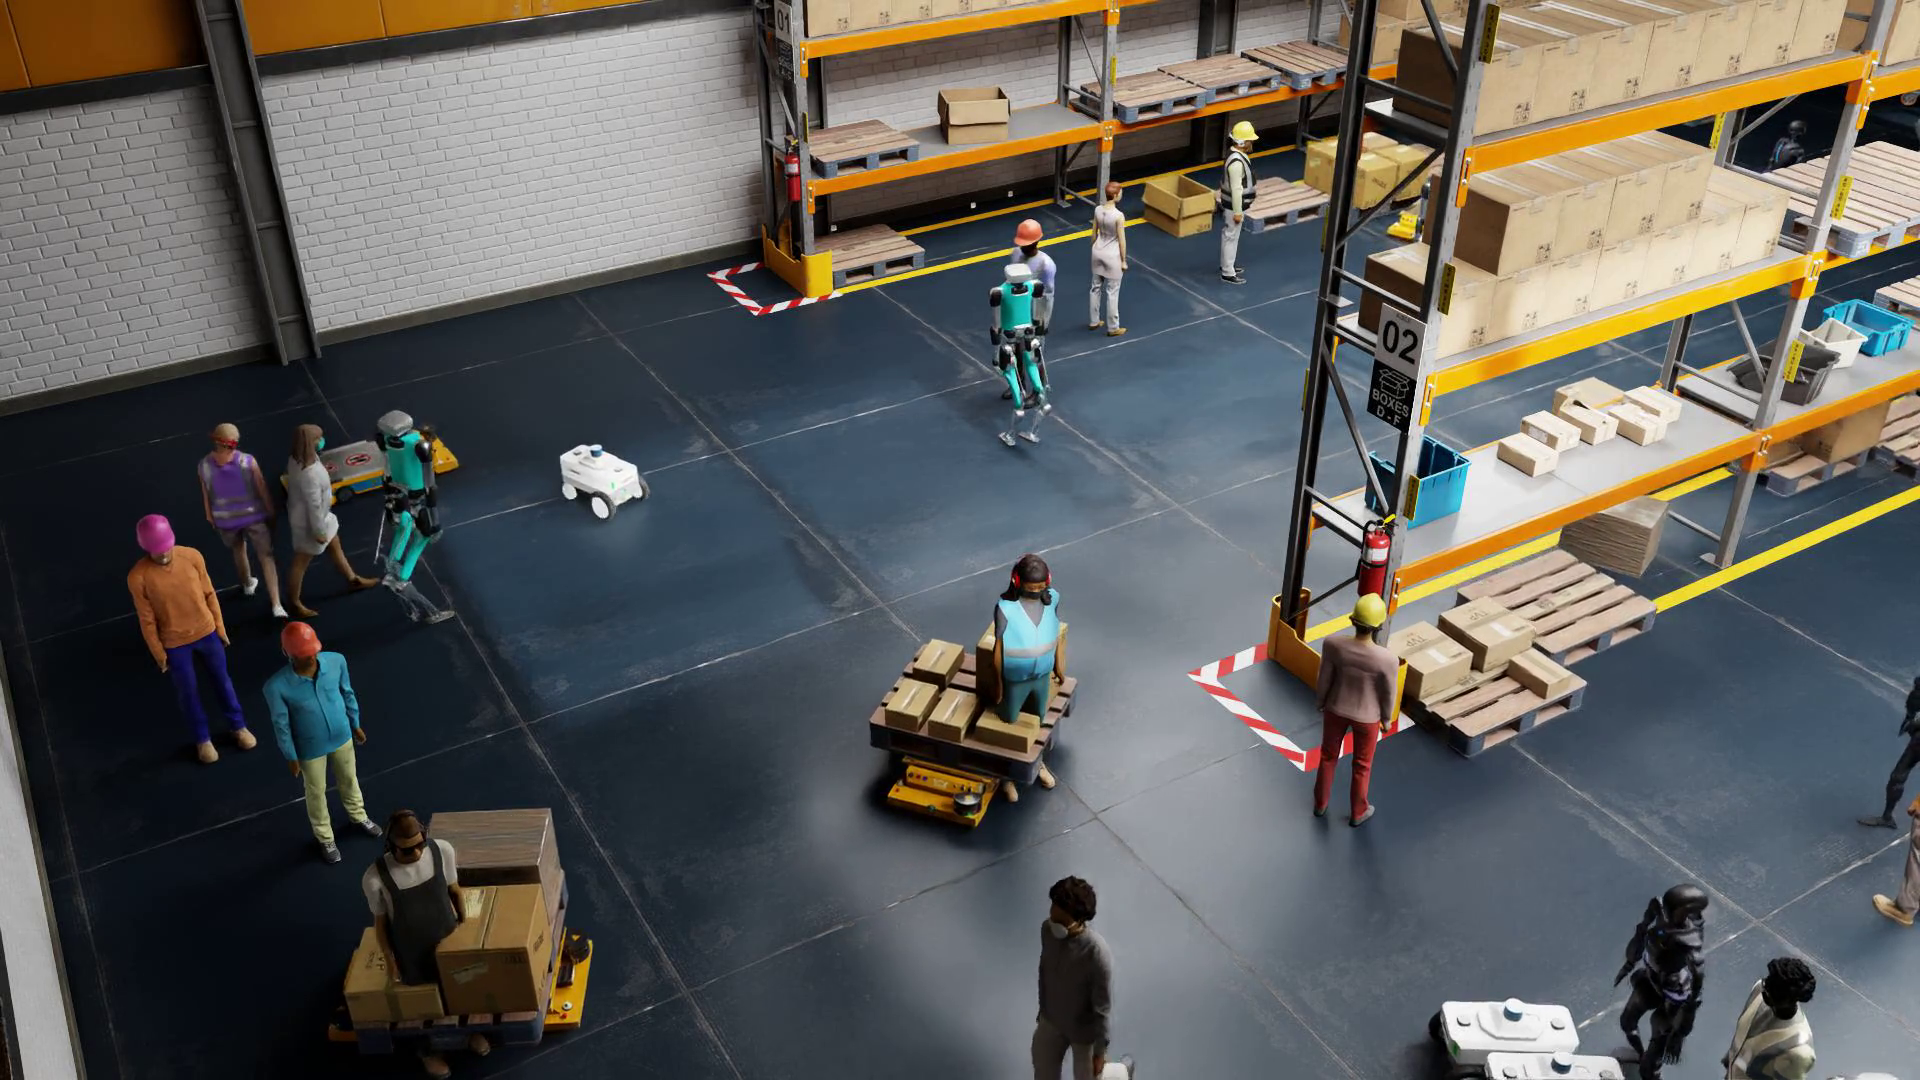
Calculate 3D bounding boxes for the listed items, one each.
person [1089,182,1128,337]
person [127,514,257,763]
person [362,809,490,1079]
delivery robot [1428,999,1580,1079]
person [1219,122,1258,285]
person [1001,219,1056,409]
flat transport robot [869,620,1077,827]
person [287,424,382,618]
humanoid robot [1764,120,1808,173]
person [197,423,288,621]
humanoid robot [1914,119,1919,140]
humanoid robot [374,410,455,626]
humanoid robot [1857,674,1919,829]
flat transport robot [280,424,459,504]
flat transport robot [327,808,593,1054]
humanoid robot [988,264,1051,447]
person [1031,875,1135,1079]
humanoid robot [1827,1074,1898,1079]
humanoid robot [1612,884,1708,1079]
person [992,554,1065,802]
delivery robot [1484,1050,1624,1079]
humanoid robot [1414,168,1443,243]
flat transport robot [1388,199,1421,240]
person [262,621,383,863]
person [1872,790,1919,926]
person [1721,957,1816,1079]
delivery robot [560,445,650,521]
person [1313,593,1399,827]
[{"bbox_3d":[1.560,-2.960,17.495,0.450,1.657,0.291,28,41,36],"label":"person"},{"bbox_3d":[-5.315,0.663,11.431,0.518,1.972,0.405,-25,40,-34],"label":"person"},{"bbox_3d":[-2.925,2.193,9.117,0.499,1.839,0.344,-21,38,-30],"label":"person"},{"bbox_3d":[3.029,2.815,9.335,0.775,0.604,0.521,2,32,3],"label":"delivery robot"},{"bbox_3d":[3.114,-3.793,18.661,0.404,1.833,0.589,3,32,5],"label":"person"},{"bbox_3d":[0.648,-2.183,16.012,0.386,1.921,0.562,-28,41,-37],"label":"person"},{"bbox_3d":[0.068,1.449,11.773,0.659,0.231,1.431,12,34,18],"label":"flat transport robot"},{"bbox_3d":[-5.083,-0.164,13.085,0.744,1.608,0.519,-12,34,-18],"label":"person"},{"bbox_3d":[9.536,-4.081,19.285,0.669,1.638,0.592,-6,33,-10],"label":"humanoid robot"},{"bbox_3d":[-5.627,-0.148,13.021,0.518,1.651,0.811,-7,33,-11],"label":"person"},{"bbox_3d":[12.969,-5.742,21.859,0.826,1.765,0.534,23,38,31],"label":"humanoid robot"},{"bbox_3d":[-4.334,-0.097,12.838,0.552,1.768,0.677,16,36,24],"label":"humanoid robot"},{"bbox_3d":[6.401,1.282,10.768,0.677,1.642,0.613,3,32,5],"label":"humanoid robot"},{"bbox_3d":[-5.383,-0.663,15.142,1.431,0.231,0.659,-20,37,-29],"label":"flat transport robot"},{"bbox_3d":[-2.950,2.634,9.883,1.431,0.231,0.659,-2,32,-3],"label":"flat transport robot"},{"bbox_3d":[0.600,-1.633,15.261,0.539,1.747,0.658,-13,34,-20],"label":"humanoid robot"},{"bbox_3d":[0.627,2.454,8.653,0.538,1.877,0.741,26,40,35],"label":"person"},{"bbox_3d":[4.227,3.144,7.747,0.681,1.857,0.531,-7,33,-12],"label":"humanoid robot"},{"bbox_3d":[3.779,2.426,8.894,0.407,1.649,0.621,-5,32,-8],"label":"humanoid robot"},{"bbox_3d":[0.443,0.897,11.147,0.529,1.870,0.390,-15,35,-23],"label":"person"},{"bbox_3d":[3.194,3.016,9.023,0.818,0.614,0.499,1,32,2],"label":"delivery robot"},{"bbox_3d":[4.873,-2.952,17.462,0.534,1.786,1.016,24,39,33],"label":"humanoid robot"},{"bbox_3d":[5.874,-3.974,20.421,0.659,0.231,1.431,22,38,31],"label":"flat transport robot"},{"bbox_3d":[-4.088,1.264,10.666,0.320,1.755,0.560,25,40,34],"label":"person"},{"bbox_3d":[6.033,1.568,10.181,0.474,1.766,0.375,-13,34,-20],"label":"person"},{"bbox_3d":[4.009,2.742,8.372,0.320,1.690,0.533,0,32,0],"label":"person"},{"bbox_3d":[-3.170,-0.548,14.699,0.807,0.606,0.499,21,38,30],"label":"delivery robot"},{"bbox_3d":[2.583,1.111,10.901,0.522,1.769,0.316,17,36,25],"label":"person"}]
